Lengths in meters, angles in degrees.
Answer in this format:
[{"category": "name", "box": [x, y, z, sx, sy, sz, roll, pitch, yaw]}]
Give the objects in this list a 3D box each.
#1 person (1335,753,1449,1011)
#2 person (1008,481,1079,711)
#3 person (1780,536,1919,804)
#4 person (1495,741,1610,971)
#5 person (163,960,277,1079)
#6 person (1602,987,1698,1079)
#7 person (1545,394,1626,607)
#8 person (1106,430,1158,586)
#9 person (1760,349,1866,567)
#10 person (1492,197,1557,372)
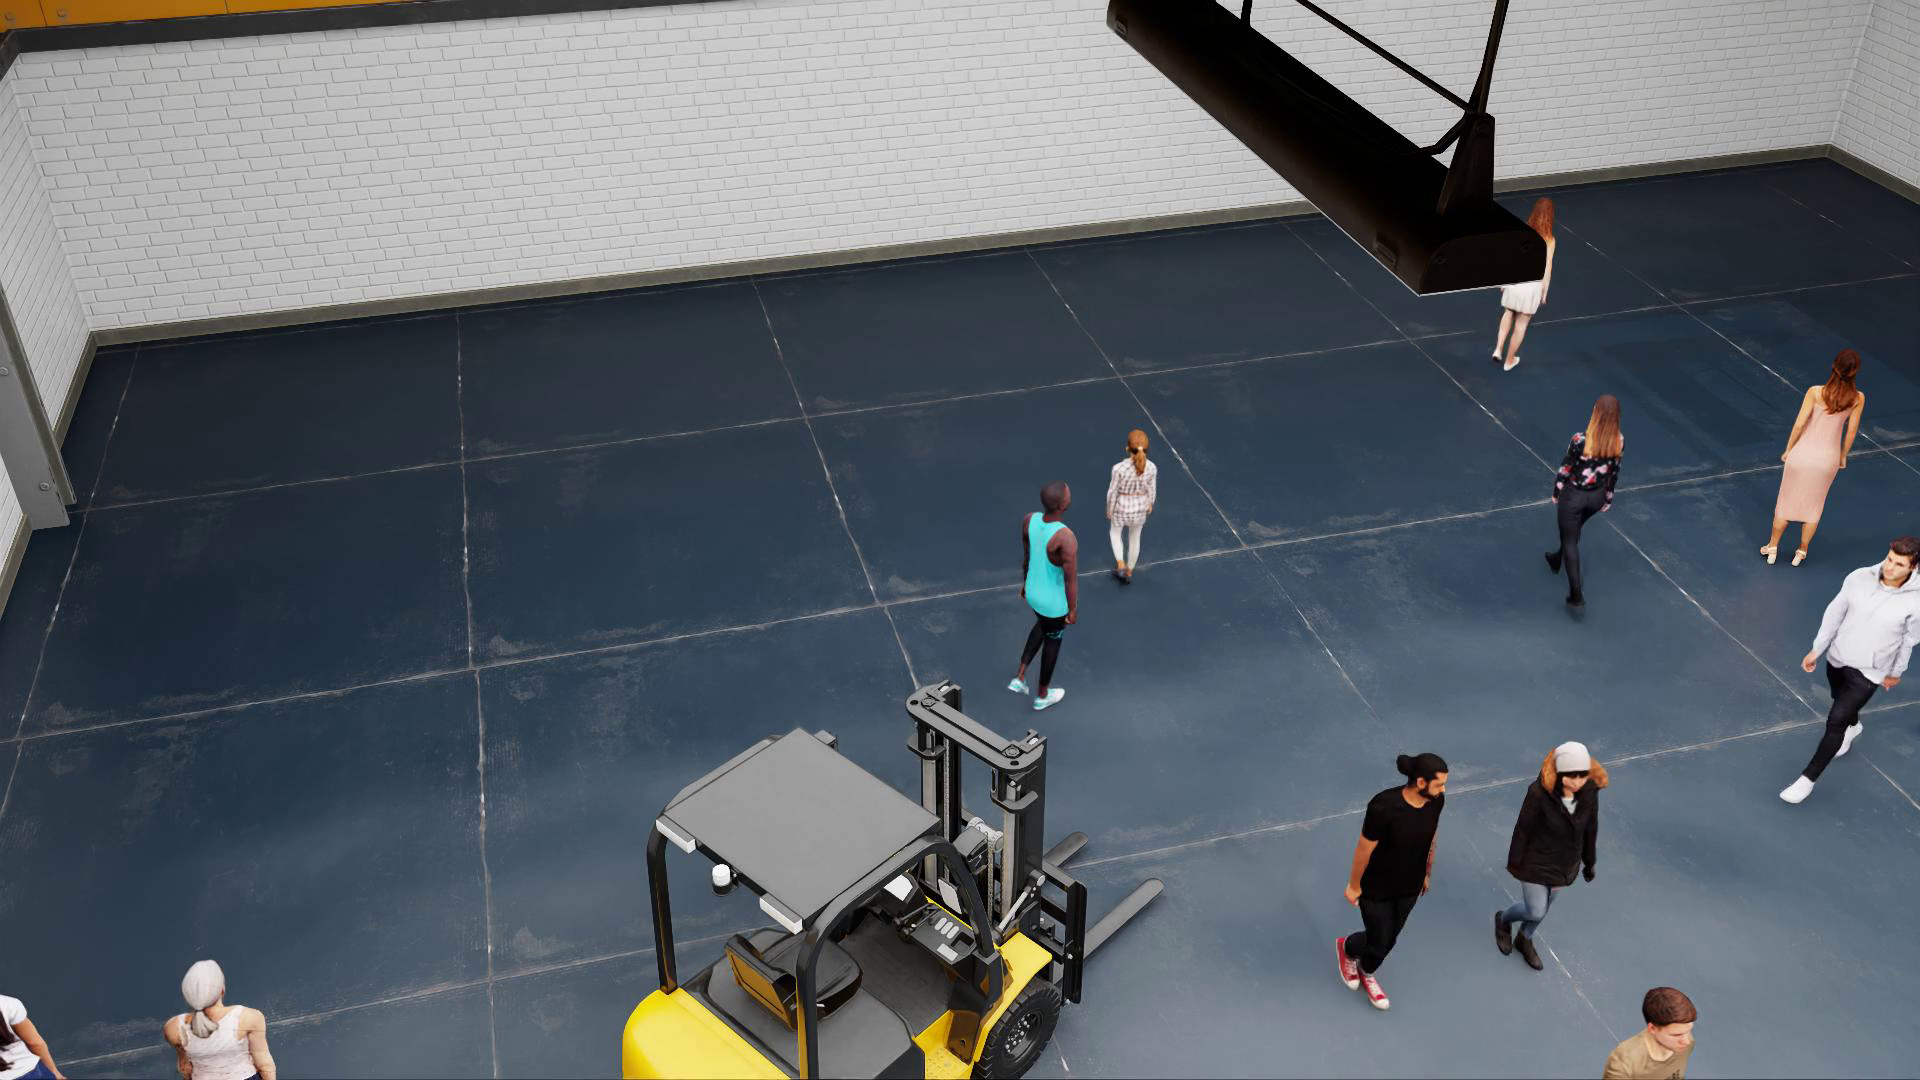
[{"category": "person", "box": [2.303, 1.795, 9.065, 0.694, 1.731, 0.707, -11, 35, -16]}, {"category": "person", "box": [0.511, 0.418, 11.079, 0.848, 1.796, 0.785, -27, 42, -34]}, {"category": "person", "box": [5.732, 0.731, 10.527, 1.057, 1.885, 1.285, -23, 40, -30]}, {"category": "person", "box": [3.245, 1.711, 9.289, 0.631, 1.624, 0.634, -11, 35, -16]}, {"category": "person", "box": [-3.396, 2.696, 7.771, 0.645, 1.664, 1.172, -10, 35, -15]}, {"category": "person", "box": [3.033, 2.708, 7.583, 0.728, 1.852, 0.687, -21, 39, -28]}, {"category": "person", "box": [4.608, -0.272, 12.247, 0.716, 1.651, 1.095, -3, 34, -4]}, {"category": "person", "box": [1.291, -0.210, 12.470, 0.569, 1.302, 0.559, -4, 34, -6]}, {"category": "person", "box": [6.475, -0.618, 12.605, 0.672, 1.831, 0.680, 9, 35, 14]}, {"category": "person", "box": [5.144, -2.309, 15.261, 0.747, 1.708, 0.802, 26, 41, 33]}]
